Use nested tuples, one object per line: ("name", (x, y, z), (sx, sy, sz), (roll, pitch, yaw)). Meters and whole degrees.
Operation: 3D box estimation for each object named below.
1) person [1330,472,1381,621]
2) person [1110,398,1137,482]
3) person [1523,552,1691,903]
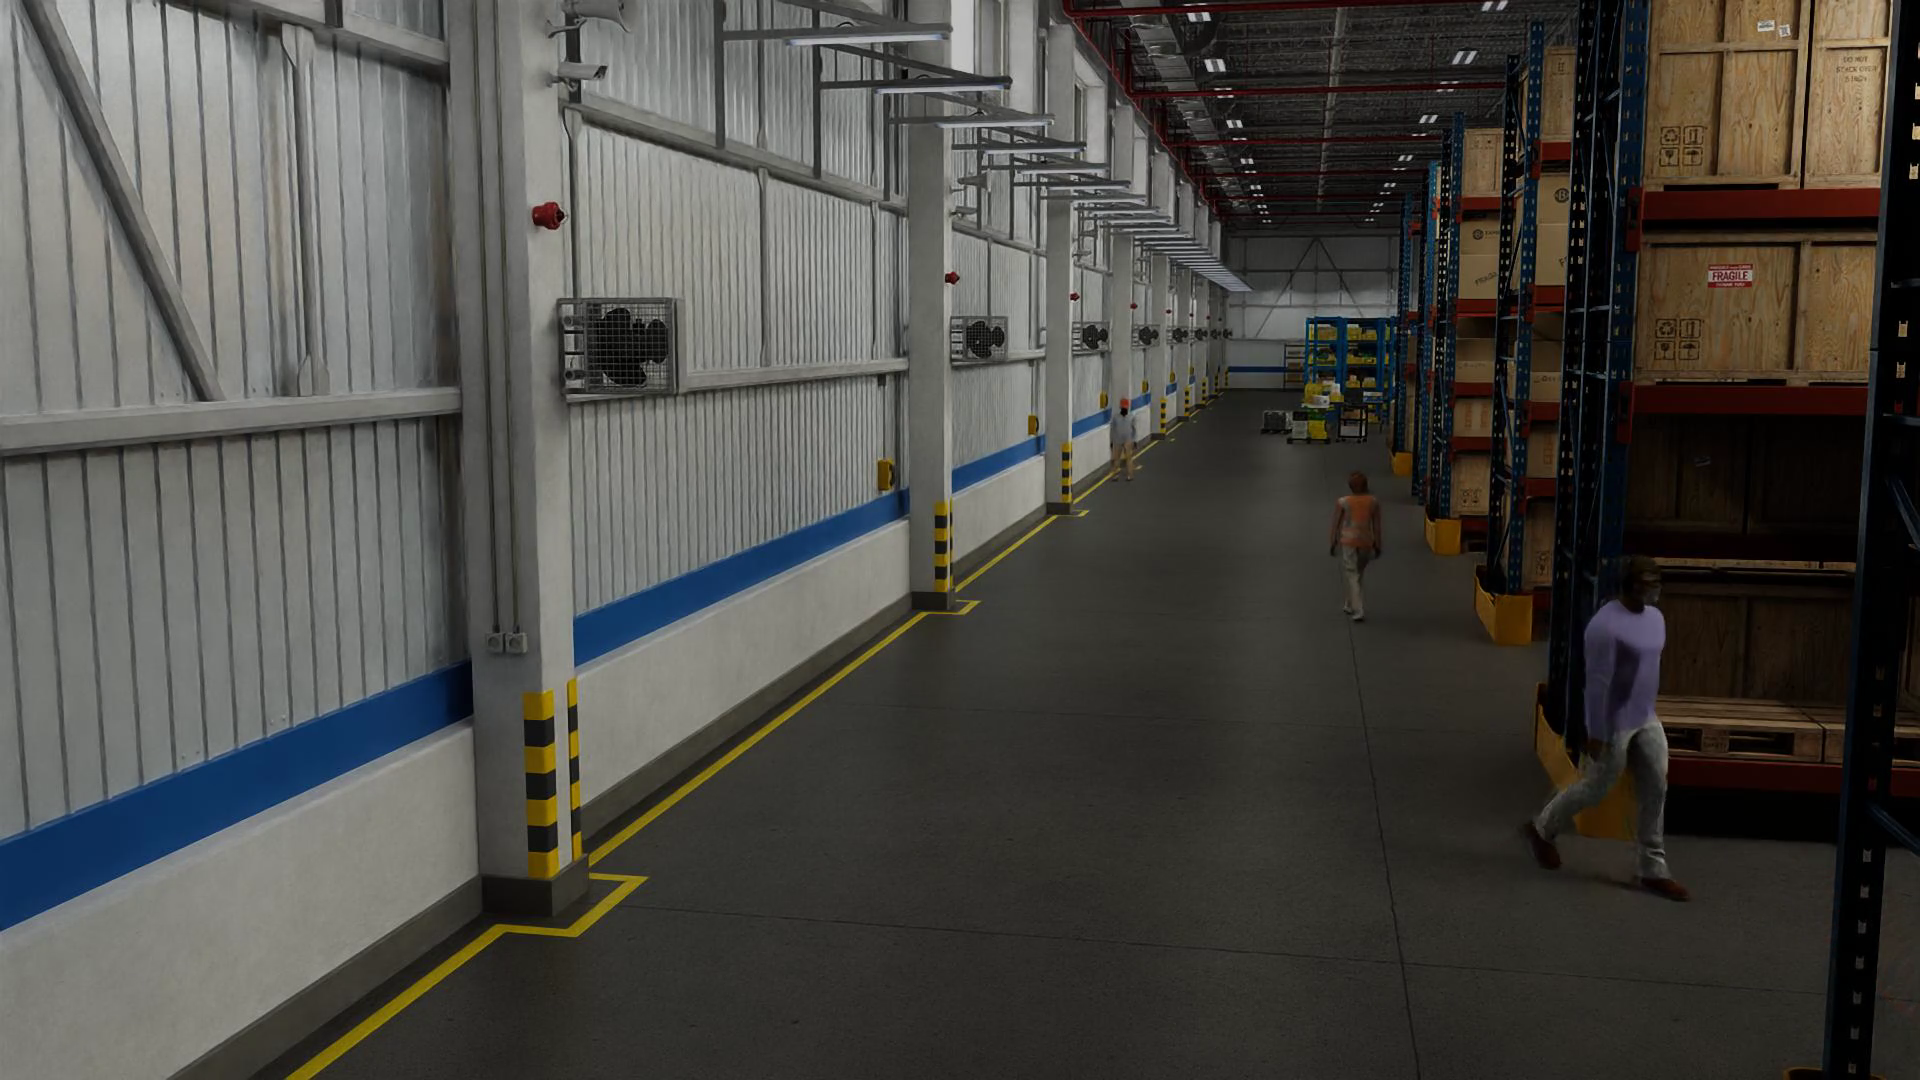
("person", (4.278, 0.062, 17.970), (0.525, 1.600, 0.837), (-1, 7, -7))
("person", (3.391, -2.079, 34.516), (0.572, 1.746, 0.346), (1, 7, 9))
("person", (3.635, 0.999, 9.292), (0.641, 1.912, 0.922), (-5, 9, -35))
